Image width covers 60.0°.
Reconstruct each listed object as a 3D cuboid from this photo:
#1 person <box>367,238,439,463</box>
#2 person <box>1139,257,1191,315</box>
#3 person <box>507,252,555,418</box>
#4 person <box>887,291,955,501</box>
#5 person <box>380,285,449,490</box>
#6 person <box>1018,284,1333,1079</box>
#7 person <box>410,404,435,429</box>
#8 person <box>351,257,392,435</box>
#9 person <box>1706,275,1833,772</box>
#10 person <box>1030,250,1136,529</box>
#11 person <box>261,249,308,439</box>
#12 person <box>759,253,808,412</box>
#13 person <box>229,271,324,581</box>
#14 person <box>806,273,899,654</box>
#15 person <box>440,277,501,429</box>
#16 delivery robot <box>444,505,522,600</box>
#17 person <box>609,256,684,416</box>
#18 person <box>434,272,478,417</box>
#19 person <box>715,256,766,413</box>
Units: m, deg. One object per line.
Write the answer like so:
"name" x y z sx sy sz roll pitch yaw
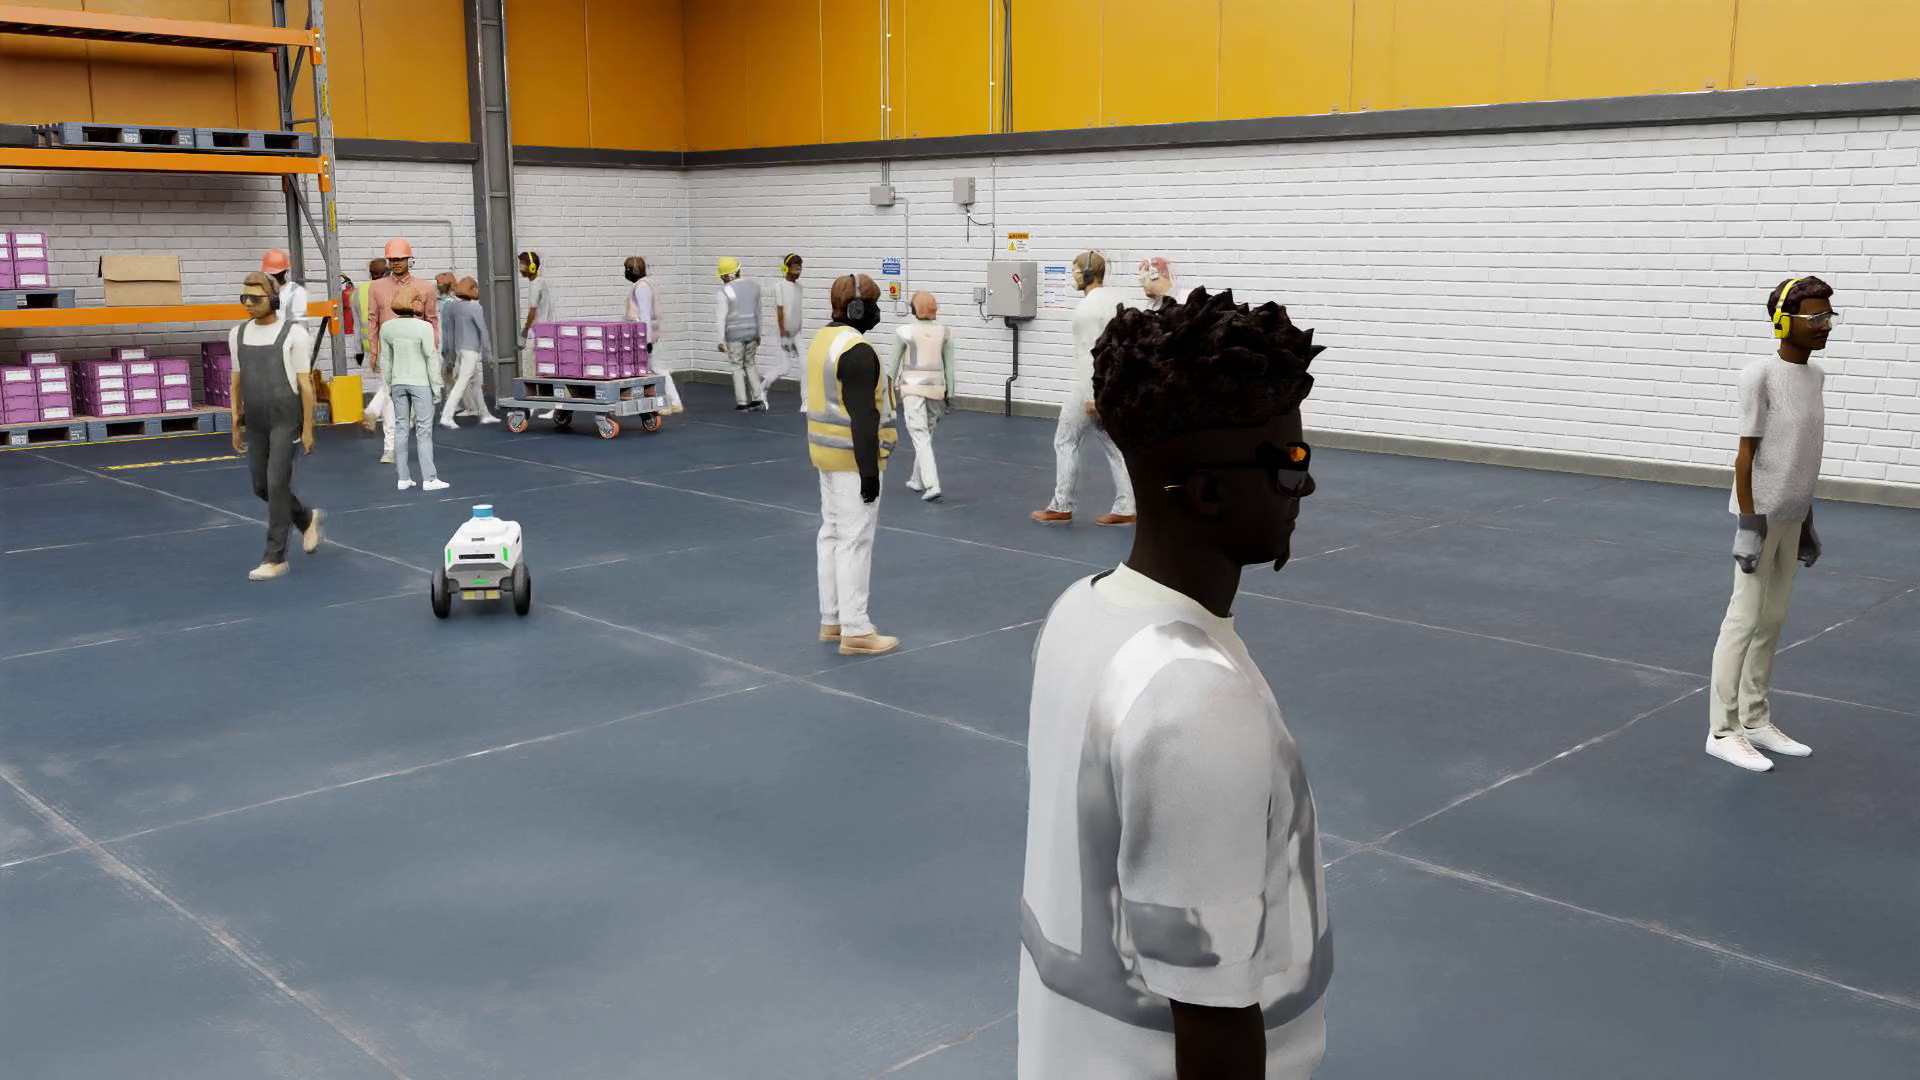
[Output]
"person" -4.956 -1.677 14.813 0.608 1.996 0.380 -2 11 -11
"person" 1.572 -1.153 12.336 0.396 1.864 0.771 -7 12 -33
"person" -4.731 -2.239 18.314 0.779 1.834 0.512 -3 11 -14
"person" -0.289 -1.114 12.830 0.522 1.599 0.849 -5 12 -26
"person" -4.353 -1.207 13.239 0.497 1.634 0.287 3 11 16
"person" 0.254 0.685 2.007 0.366 1.967 0.603 -2 11 -10
"person" -5.827 -1.997 17.707 0.535 1.579 0.897 2 11 12
"person" -5.886 -1.960 16.877 0.613 1.807 0.808 4 11 18
"person" 3.135 -0.066 6.369 0.520 1.874 0.332 -7 13 -34
"person" 0.858 -1.029 11.499 0.855 1.906 0.630 5 12 27
"person" -6.658 -1.869 16.178 0.624 1.876 0.890 2 11 12
"person" -2.001 -2.352 18.977 0.760 1.828 0.512 8 13 36
"person" -4.097 -0.704 10.002 0.513 1.822 0.765 2 11 11
"person" -0.519 -0.372 8.119 0.429 1.840 0.633 -4 11 -22
"person" -5.215 -1.973 17.573 0.499 1.598 0.864 8 13 37
"delivery robot" -2.587 0.054 9.049 0.477 0.478 0.707 -2 10 -9
"person" -3.571 -2.271 18.641 0.969 1.794 0.658 -1 10 -4
"person" -5.667 -2.166 18.493 0.583 1.610 0.566 -1 10 -7
"person" -2.503 -2.325 18.933 0.637 1.786 0.404 -9 14 -41
